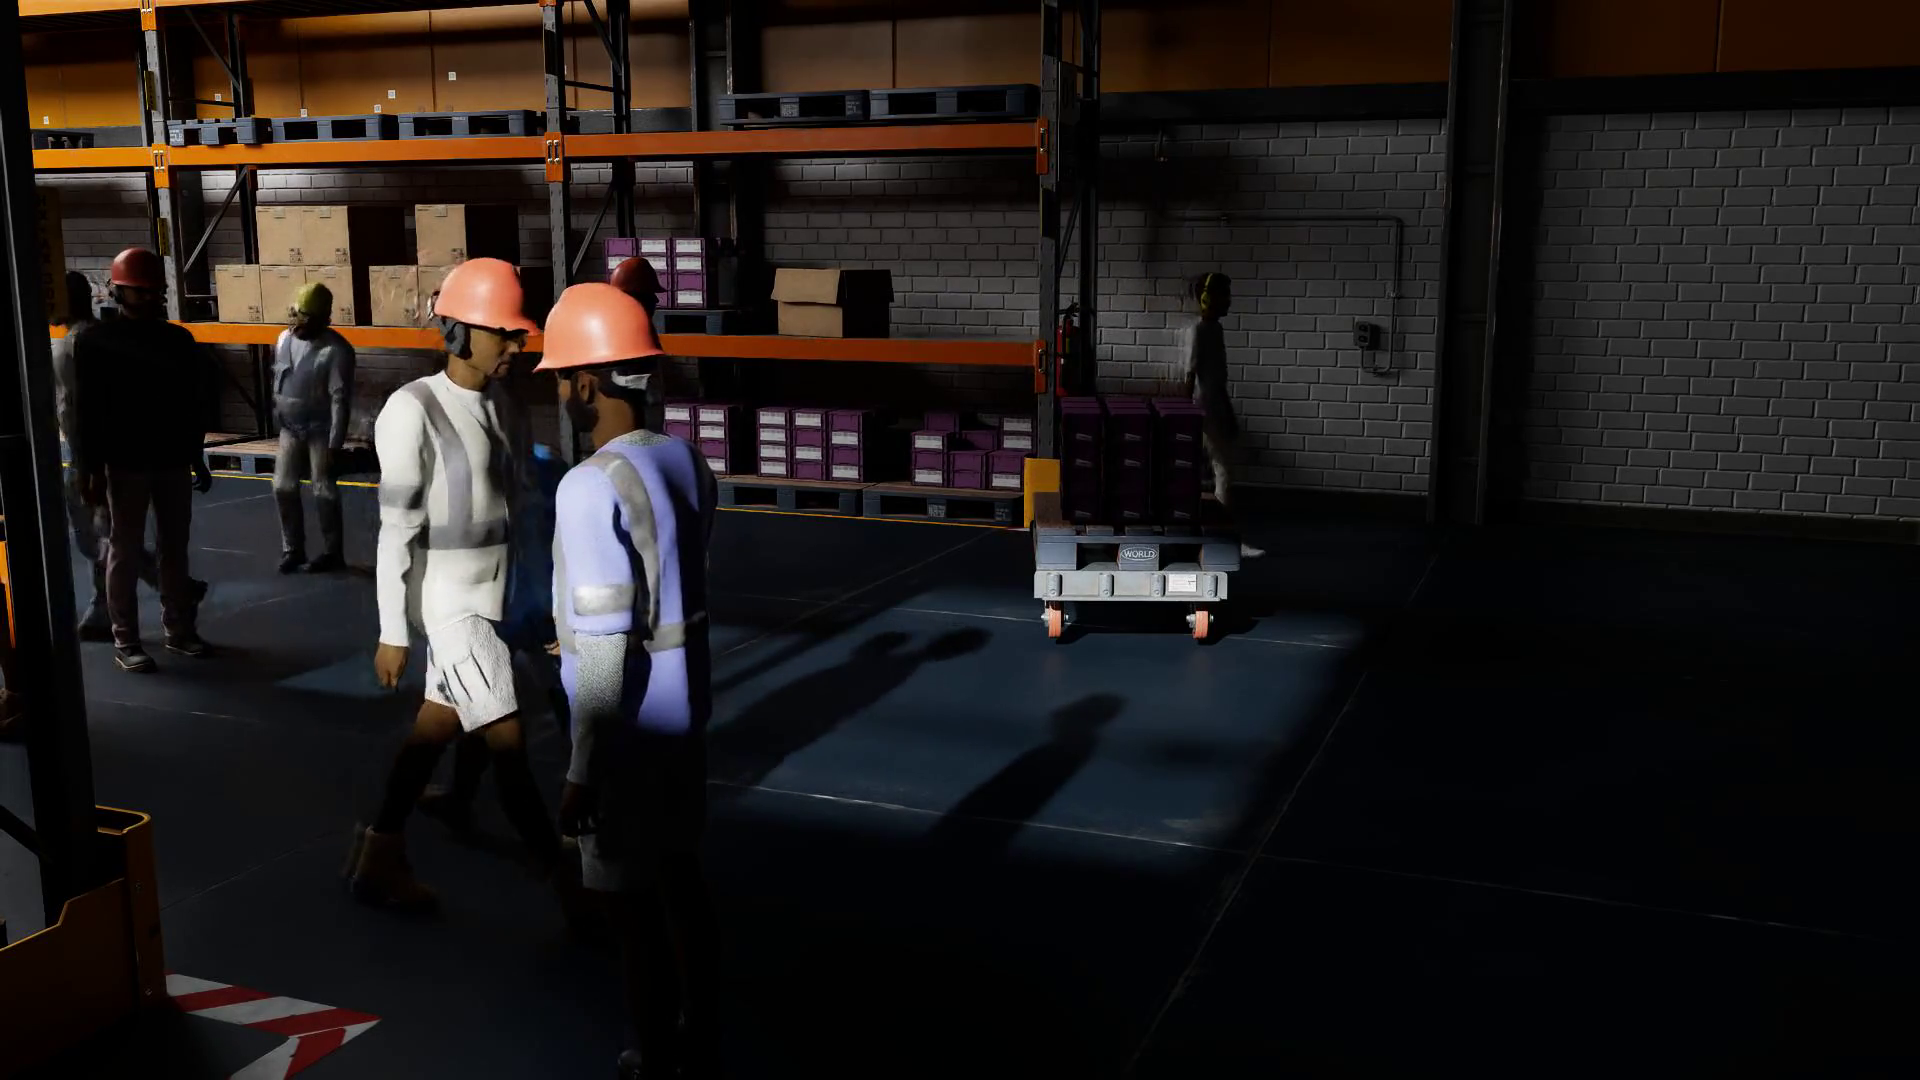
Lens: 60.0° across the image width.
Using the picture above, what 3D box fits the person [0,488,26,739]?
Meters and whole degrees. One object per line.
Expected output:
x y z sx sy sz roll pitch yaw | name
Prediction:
-3.962 -0.202 6.779 0.376 2.044 0.607 -1 10 -6 | person

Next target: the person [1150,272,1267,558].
1.546 -0.818 10.798 0.897 1.840 0.528 4 11 22 | person

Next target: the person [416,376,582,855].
-1.511 0.224 5.483 0.880 1.639 0.558 8 13 38 | person

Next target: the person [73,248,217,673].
-3.856 -0.381 7.917 0.397 1.990 0.622 6 12 31 | person

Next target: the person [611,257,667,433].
-1.714 -0.530 8.899 0.355 1.938 0.545 1 10 5 | person

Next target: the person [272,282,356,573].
-3.908 -0.664 10.065 0.640 1.786 0.443 4 11 22 | person

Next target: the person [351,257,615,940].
-1.401 0.176 4.865 1.096 1.970 0.623 3 11 15 | person

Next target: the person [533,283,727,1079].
-0.746 0.406 3.693 0.376 1.932 0.551 3 11 15 | person

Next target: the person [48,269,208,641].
-4.191 -0.395 8.258 0.755 1.911 0.639 -1 10 -4 | person
